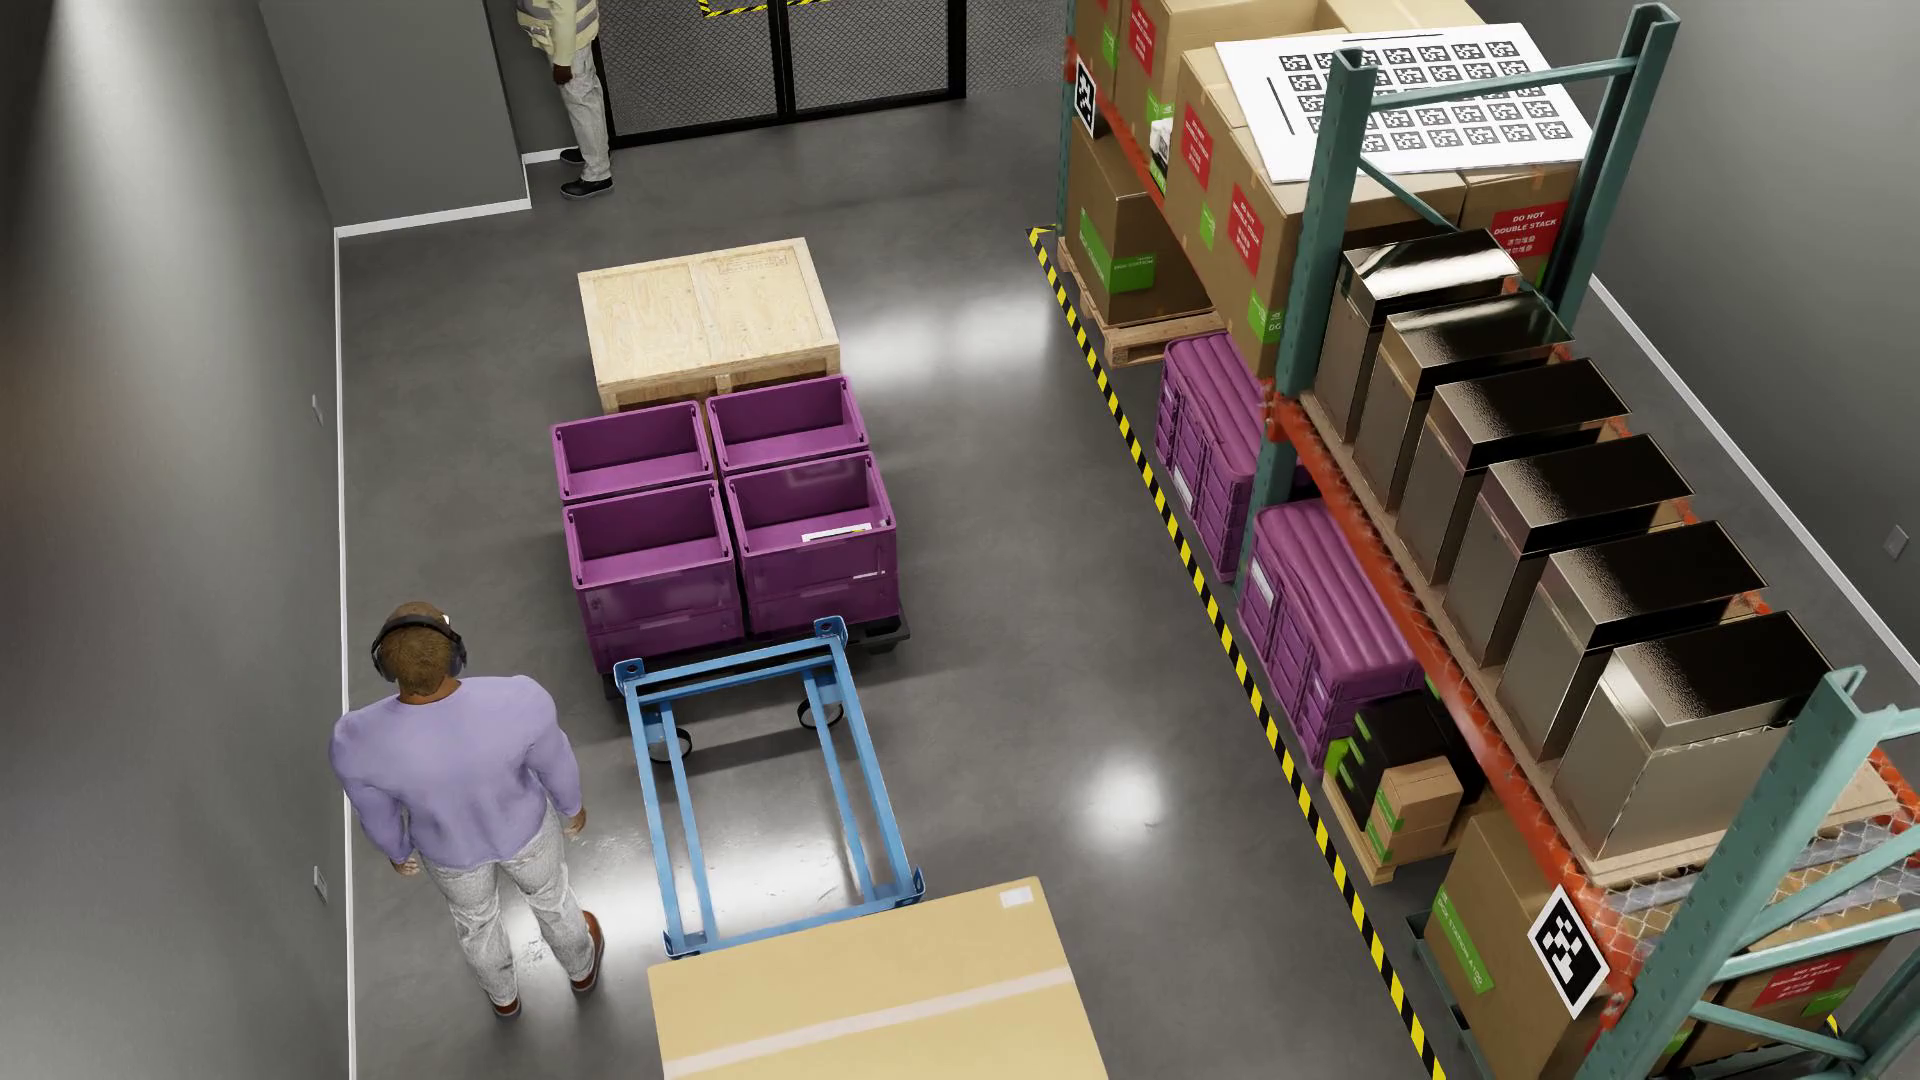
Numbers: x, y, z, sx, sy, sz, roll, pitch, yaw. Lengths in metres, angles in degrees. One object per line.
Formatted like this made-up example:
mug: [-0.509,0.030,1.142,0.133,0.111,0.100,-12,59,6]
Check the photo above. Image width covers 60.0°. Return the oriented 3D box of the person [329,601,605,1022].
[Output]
person: [-1.457,0.868,5.089,0.635,1.938,0.360,-13,49,-12]

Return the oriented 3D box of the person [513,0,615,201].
person: [-1.996,-2.568,8.316,0.404,1.832,0.598,-6,48,-5]
